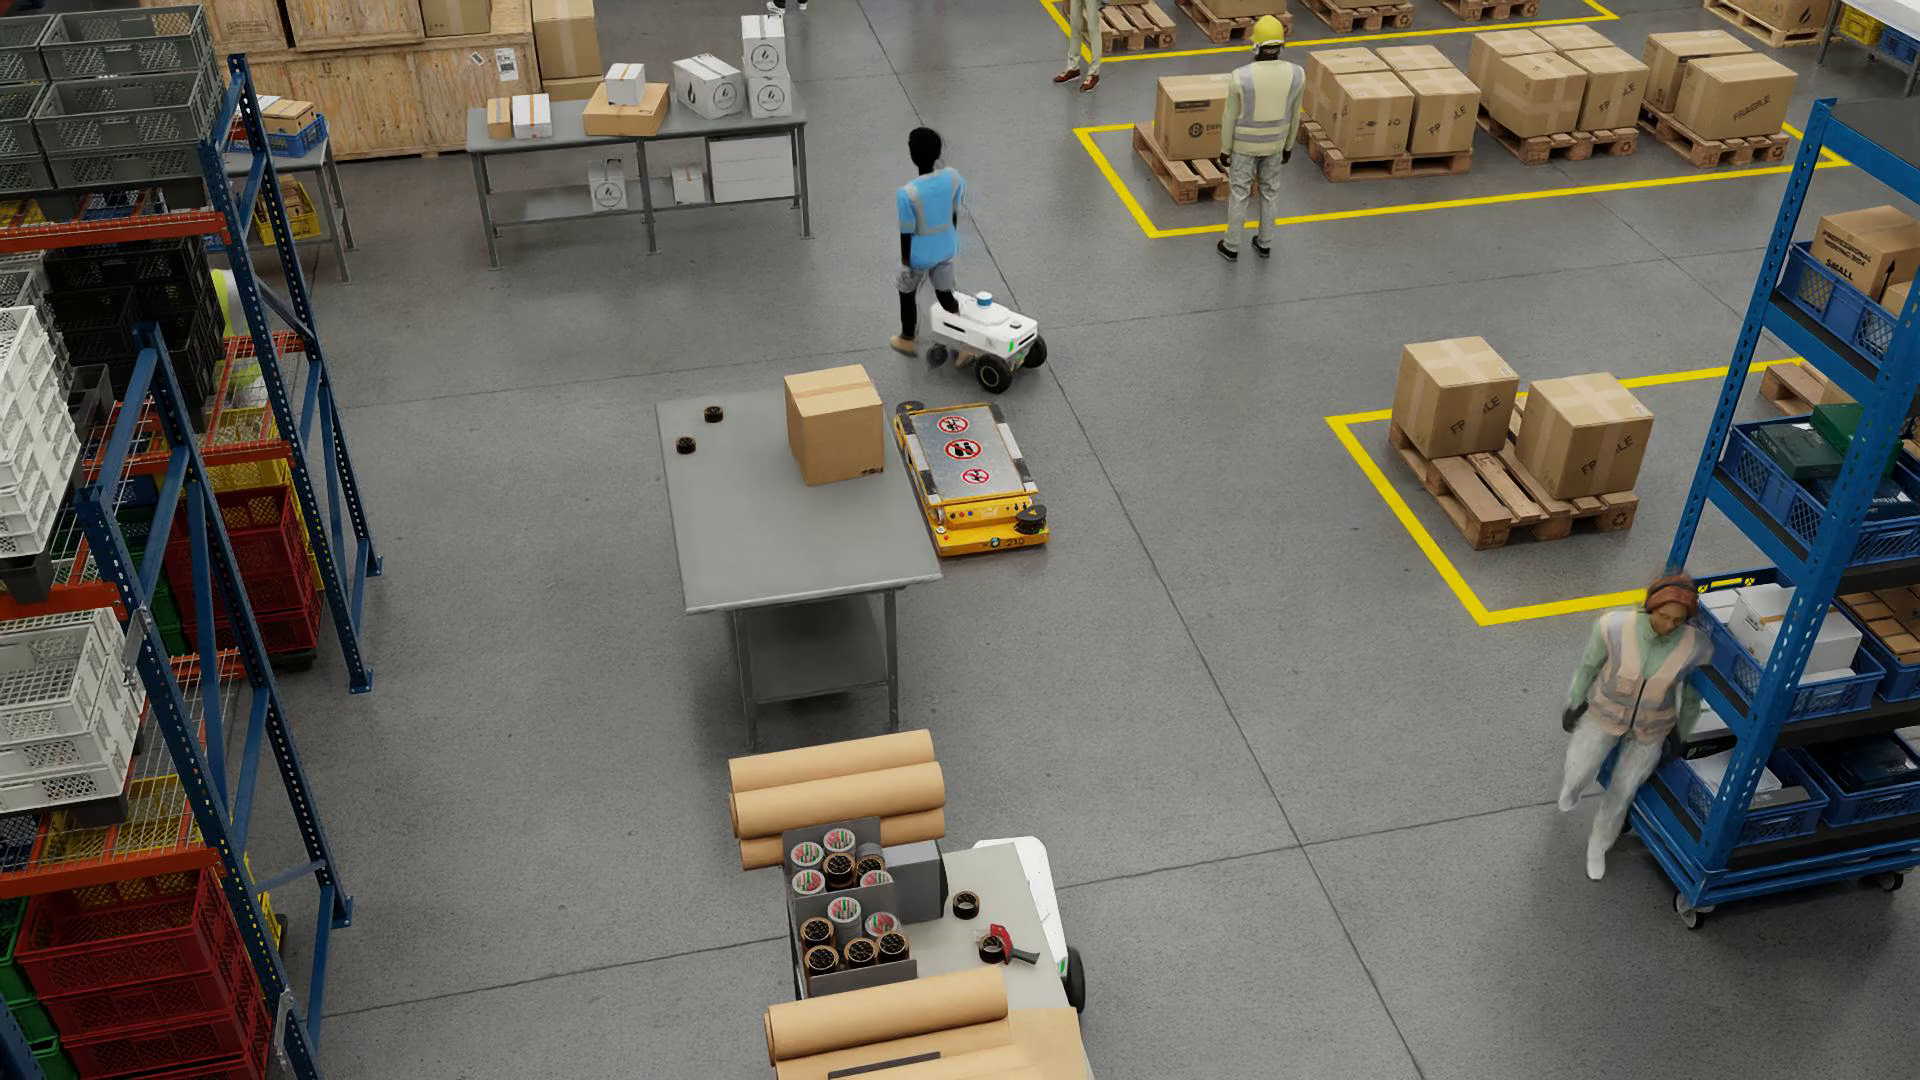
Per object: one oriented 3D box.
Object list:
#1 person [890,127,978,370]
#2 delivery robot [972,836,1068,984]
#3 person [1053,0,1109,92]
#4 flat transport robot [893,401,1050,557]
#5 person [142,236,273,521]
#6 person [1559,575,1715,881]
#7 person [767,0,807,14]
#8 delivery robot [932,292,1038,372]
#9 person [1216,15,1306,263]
[{"bbox_3d":[-0.174,-1.886,10.895,0.532,1.663,0.744,-25,44,-30],"label":"person"},{"bbox_3d":[0.241,1.591,7.081,0.477,0.478,0.707,-4,37,-5],"label":"delivery robot"},{"bbox_3d":[1.123,-4.968,14.884,0.520,1.864,0.333,30,46,34],"label":"person"},{"bbox_3d":[0.046,-0.430,10.108,0.652,0.197,1.431,-8,37,-10],"label":"flat transport robot"},{"bbox_3d":[-4.206,-0.936,9.482,0.624,1.845,0.430,-16,40,-20],"label":"person"},{"bbox_3d":[2.949,0.783,7.342,0.537,1.621,0.426,12,38,16],"label":"person"},{"bbox_3d":[-1.758,-6.221,16.522,0.591,1.919,0.392,-16,40,-20],"label":"person"},{"bbox_3d":[0.158,-1.425,11.130,0.707,0.478,0.477,24,43,29],"label":"delivery robot"},{"bbox_3d":[2.174,-2.911,12.156,0.581,1.823,0.403,-7,37,-10],"label":"person"}]
